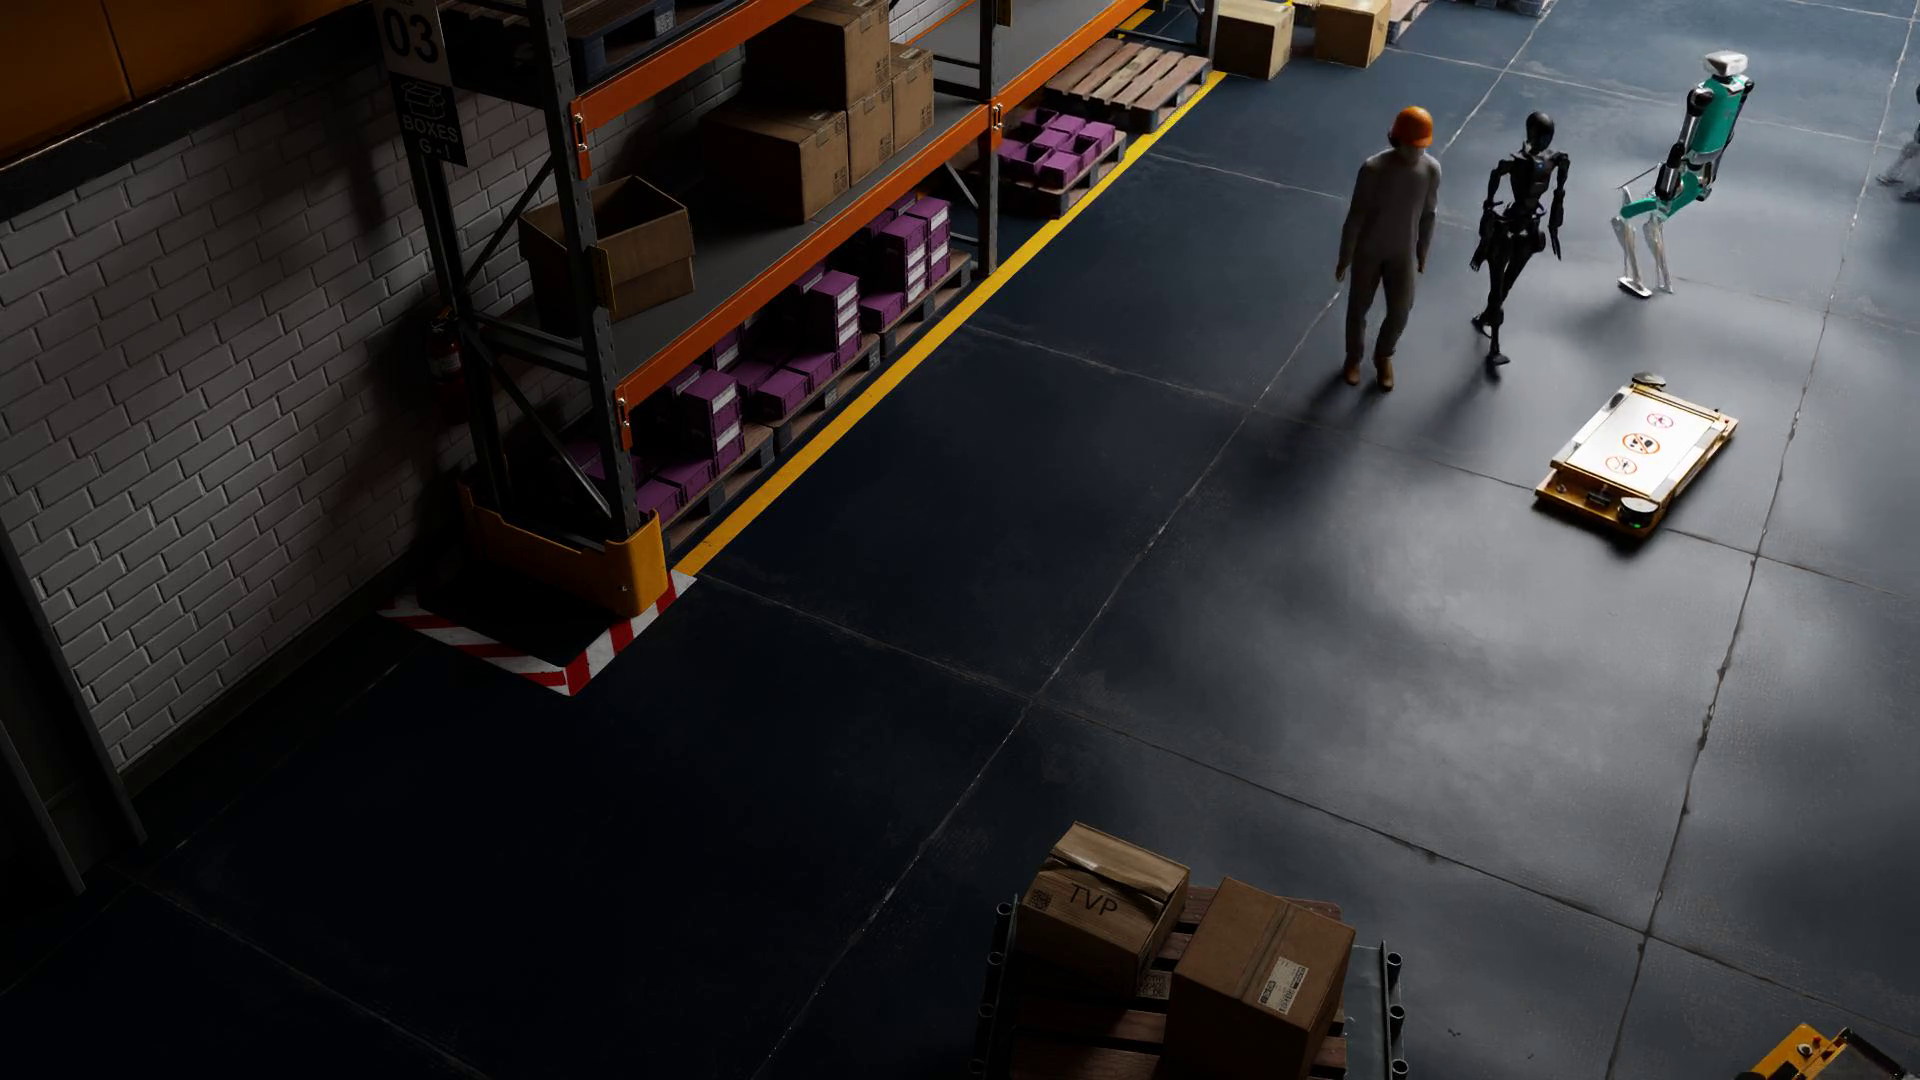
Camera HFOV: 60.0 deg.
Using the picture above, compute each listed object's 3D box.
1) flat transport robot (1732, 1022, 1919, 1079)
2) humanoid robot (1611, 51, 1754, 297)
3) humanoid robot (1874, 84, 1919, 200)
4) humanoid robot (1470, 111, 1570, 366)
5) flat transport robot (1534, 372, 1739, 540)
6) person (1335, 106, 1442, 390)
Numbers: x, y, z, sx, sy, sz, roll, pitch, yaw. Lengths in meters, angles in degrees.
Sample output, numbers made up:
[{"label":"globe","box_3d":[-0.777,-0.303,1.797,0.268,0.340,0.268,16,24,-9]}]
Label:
[{"label":"flat transport robot","box_3d":[3.621,2.430,6.182,0.659,0.231,1.431,-25,45,-28]},{"label":"humanoid robot","box_3d":[4.706,-2.447,11.101,0.539,1.795,0.665,-22,43,-25]},{"label":"humanoid robot","box_3d":[7.258,-3.333,12.263,0.367,1.640,0.598,-5,39,-7]},{"label":"humanoid robot","box_3d":[3.556,-1.914,10.506,0.585,1.635,0.691,-9,39,-11]},{"label":"flat transport robot","box_3d":[4.041,-0.523,9.873,0.659,0.231,1.431,28,46,30]},{"label":"person","box_3d":[2.580,-1.748,10.124,0.600,1.875,0.503,3,39,4]}]
